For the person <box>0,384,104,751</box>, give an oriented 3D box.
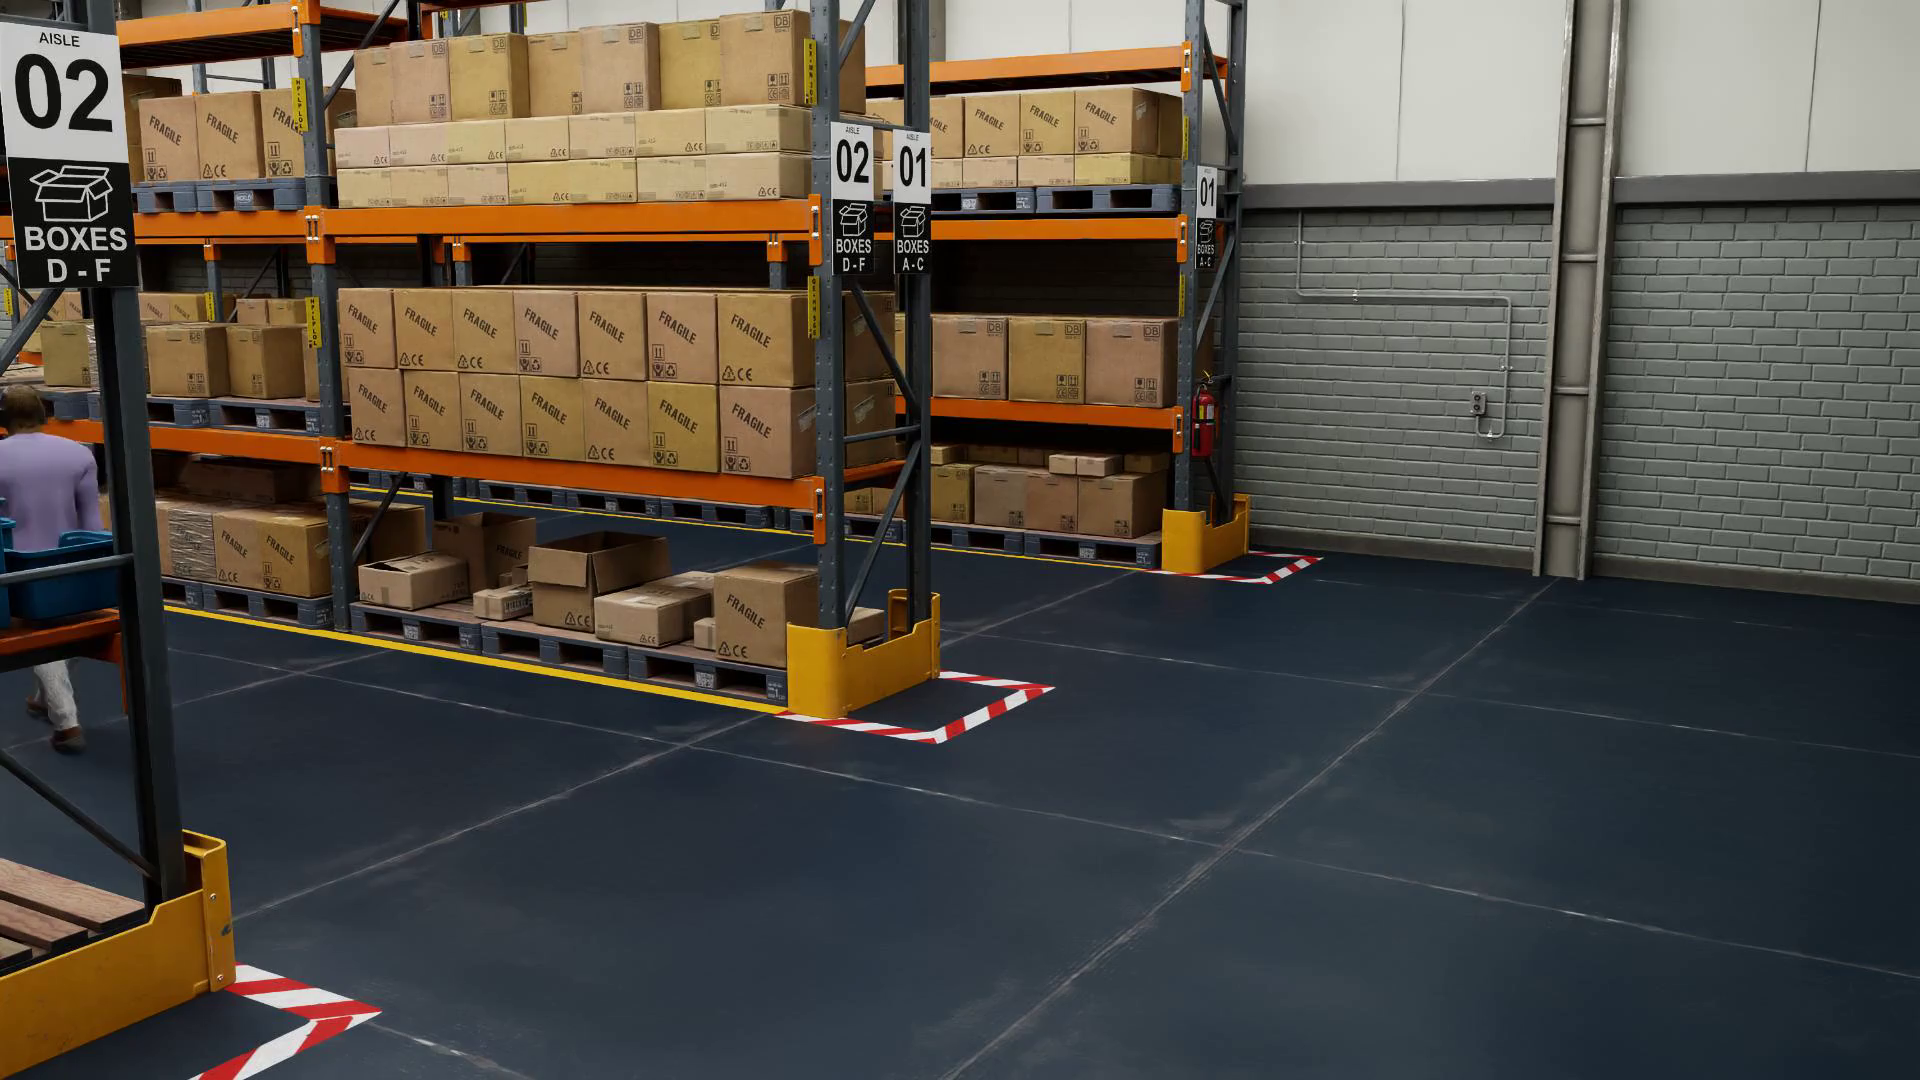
[{"bbox_3d":[-4.815,0.129,8.686,1.061,1.883,0.639,9,13,42],"label":"person"}]
